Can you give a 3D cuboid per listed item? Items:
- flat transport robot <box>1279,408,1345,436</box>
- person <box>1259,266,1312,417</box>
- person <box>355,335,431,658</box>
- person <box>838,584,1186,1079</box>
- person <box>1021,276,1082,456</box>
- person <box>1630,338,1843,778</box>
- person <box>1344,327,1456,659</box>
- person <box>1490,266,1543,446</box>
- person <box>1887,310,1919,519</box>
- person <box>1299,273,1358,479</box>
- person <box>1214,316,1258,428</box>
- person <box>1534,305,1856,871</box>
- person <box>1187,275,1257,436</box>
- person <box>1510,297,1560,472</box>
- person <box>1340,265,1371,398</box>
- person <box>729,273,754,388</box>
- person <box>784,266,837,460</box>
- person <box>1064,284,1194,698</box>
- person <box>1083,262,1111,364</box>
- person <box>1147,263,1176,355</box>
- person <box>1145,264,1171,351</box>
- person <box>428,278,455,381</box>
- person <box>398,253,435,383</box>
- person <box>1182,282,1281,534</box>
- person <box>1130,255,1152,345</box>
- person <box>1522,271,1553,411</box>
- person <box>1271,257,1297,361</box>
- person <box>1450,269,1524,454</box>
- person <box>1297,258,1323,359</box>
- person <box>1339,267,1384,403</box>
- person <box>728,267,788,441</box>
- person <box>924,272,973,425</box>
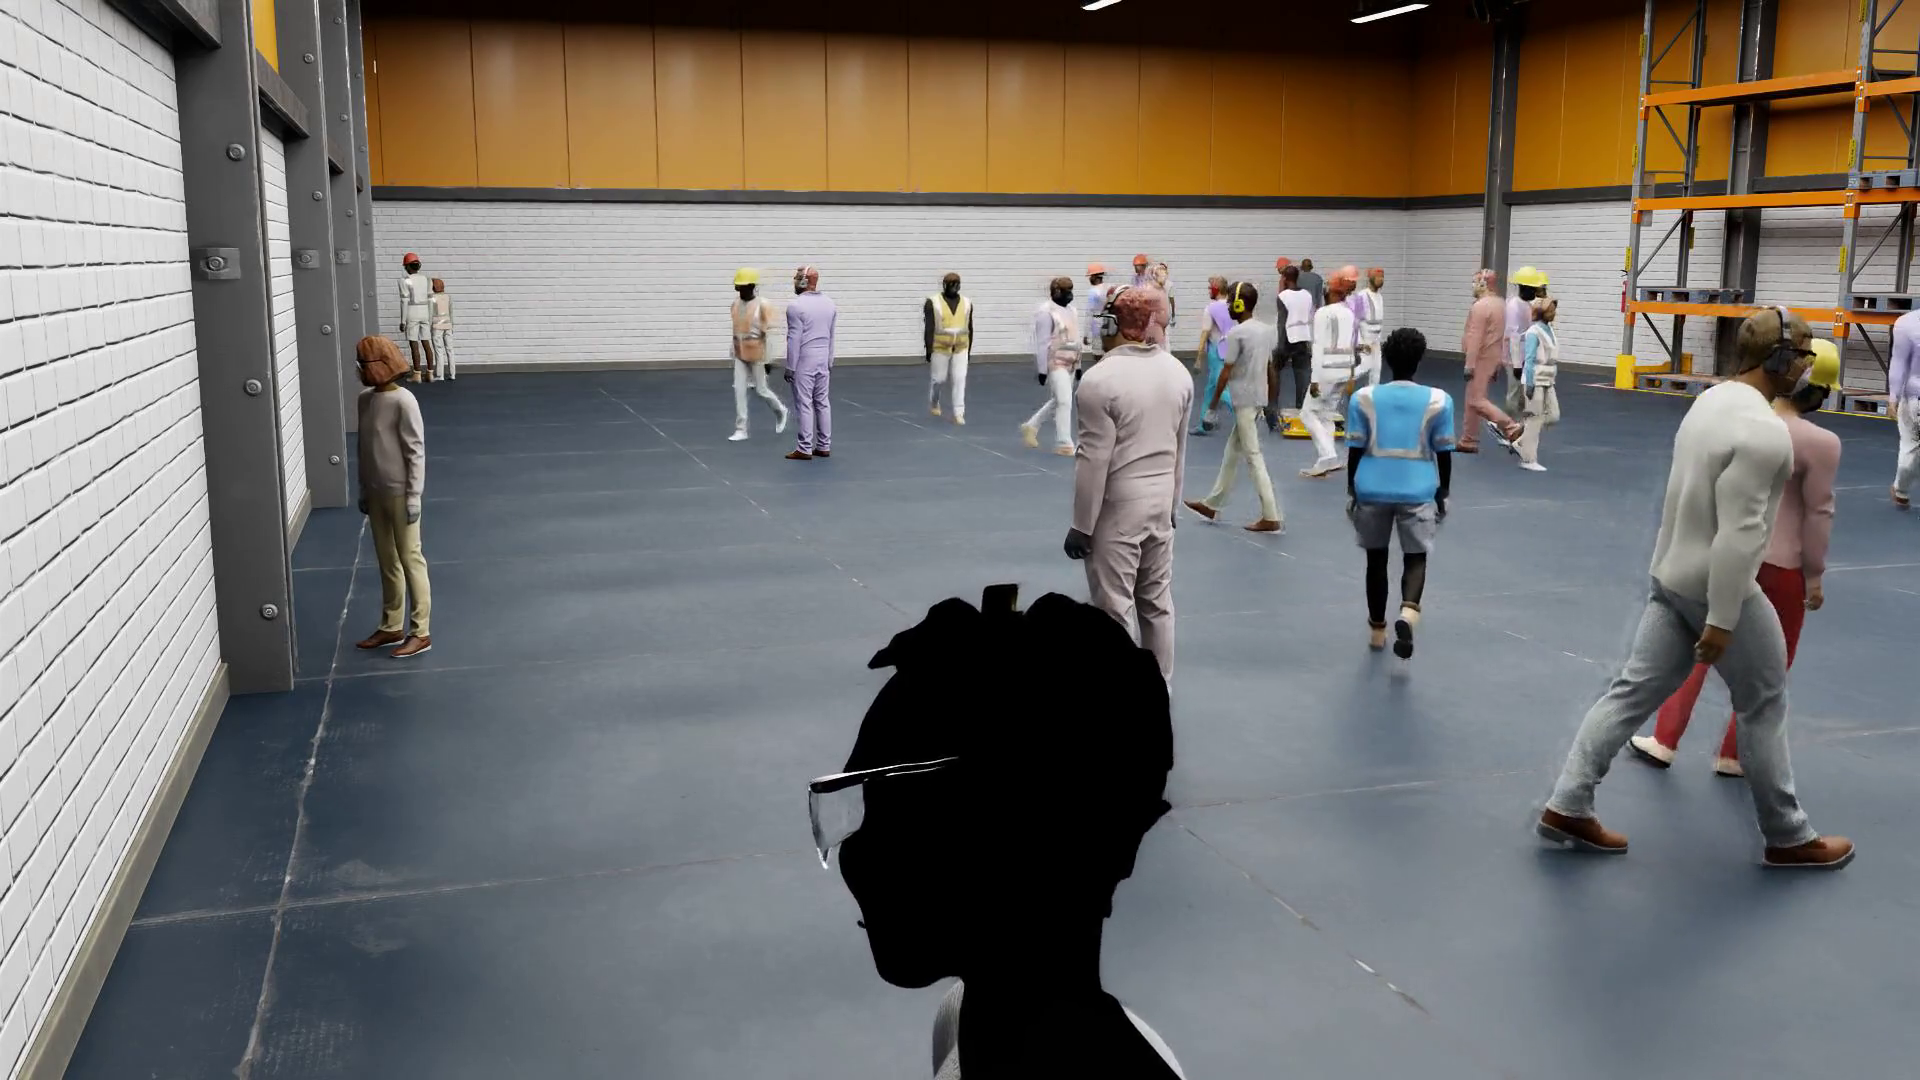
[{"bbox_3d":[3.978,-1.339,18.851,0.652,0.197,1.431,1,10,8],"label":"flat transport robot"},{"bbox_3d":[4.027,-2.439,20.578,0.579,1.881,0.791,-6,12,-32],"label":"person"},{"bbox_3d":[-2.896,-0.222,8.449,0.500,1.632,0.286,8,13,40],"label":"person"},{"bbox_3d":[0.043,0.930,1.094,0.311,1.869,0.533,-3,10,-17],"label":"person"},{"bbox_3d":[0.944,-1.774,16.921,0.781,1.821,0.631,6,11,31],"label":"person"},{"bbox_3d":[3.047,0.079,6.469,0.504,1.727,0.656,-6,11,-31],"label":"person"},{"bbox_3d":[2.184,-0.219,8.315,0.542,1.680,0.651,3,10,16],"label":"person"},{"bbox_3d":[5.872,-1.908,17.421,0.422,1.900,0.628,6,11,30],"label":"person"},{"bbox_3d":[7.532,-1.114,12.883,0.656,1.880,1.034,4,10,21],"label":"person"},{"bbox_3d":[3.329,-1.463,14.998,0.417,1.863,0.616,10,14,44],"label":"person"},{"bbox_3d":[3.186,-2.158,19.566,0.536,1.667,0.802,-6,11,-30],"label":"person"},{"bbox_3d":[2.453,0.173,5.493,1.019,1.885,0.629,0,10,1],"label":"person"},{"bbox_3d":[2.903,-1.997,18.250,0.934,1.808,0.581,9,13,42],"label":"person"},{"bbox_3d":[5.419,-1.453,15.570,0.386,1.633,0.532,8,13,38],"label":"person"},{"bbox_3d":[4.868,-2.523,21.051,0.563,1.889,0.988,-7,12,-36],"label":"person"},{"bbox_3d":[-3.271,-3.145,25.021,0.512,1.748,0.540,4,11,23],"label":"person"},{"bbox_3d":[-1.513,-1.753,16.502,0.409,1.912,0.651,7,12,36],"label":"person"},{"bbox_3d":[0.684,-0.117,7.046,0.639,1.911,0.406,-9,13,-42],"label":"person"},{"bbox_3d":[1.921,-2.929,23.318,0.637,1.905,0.570,8,13,40],"label":"person"},{"bbox_3d":[3.504,-3.884,28.983,0.519,1.865,0.327,3,10,16],"label":"person"},{"bbox_3d":[2.743,-3.015,23.904,0.671,1.881,0.665,3,10,15],"label":"person"},{"bbox_3d":[-8.292,-3.351,26.537,0.314,1.641,0.515,7,12,35],"label":"person"},{"bbox_3d":[-8.566,-3.483,26.149,0.394,2.039,0.614,6,12,33],"label":"person"},{"bbox_3d":[1.992,-0.973,12.253,0.945,1.817,0.520,7,12,36],"label":"person"},{"bbox_3d":[3.219,-4.200,30.412,1.003,1.995,0.640,-6,11,-31],"label":"person"},{"bbox_3d":[7.392,-2.542,21.354,0.596,1.810,0.486,-2,10,-14],"label":"person"},{"bbox_3d":[6.110,-4.358,31.412,0.662,1.962,0.645,-2,10,-12],"label":"person"},{"bbox_3d":[5.326,-1.786,16.775,0.768,1.886,0.649,6,11,31],"label":"person"},{"bbox_3d":[6.631,-4.419,31.869,0.630,1.936,0.369,-3,10,-14],"label":"person"},{"bbox_3d":[5.340,-2.671,21.972,0.670,1.866,0.579,7,12,36],"label":"person"},{"bbox_3d":[-2.244,-2.049,18.280,0.589,1.899,0.817,6,12,33],"label":"person"},{"bbox_3d":[-0.141,-2.315,20.034,0.631,1.824,0.777,-3,10,-15],"label":"person"}]
